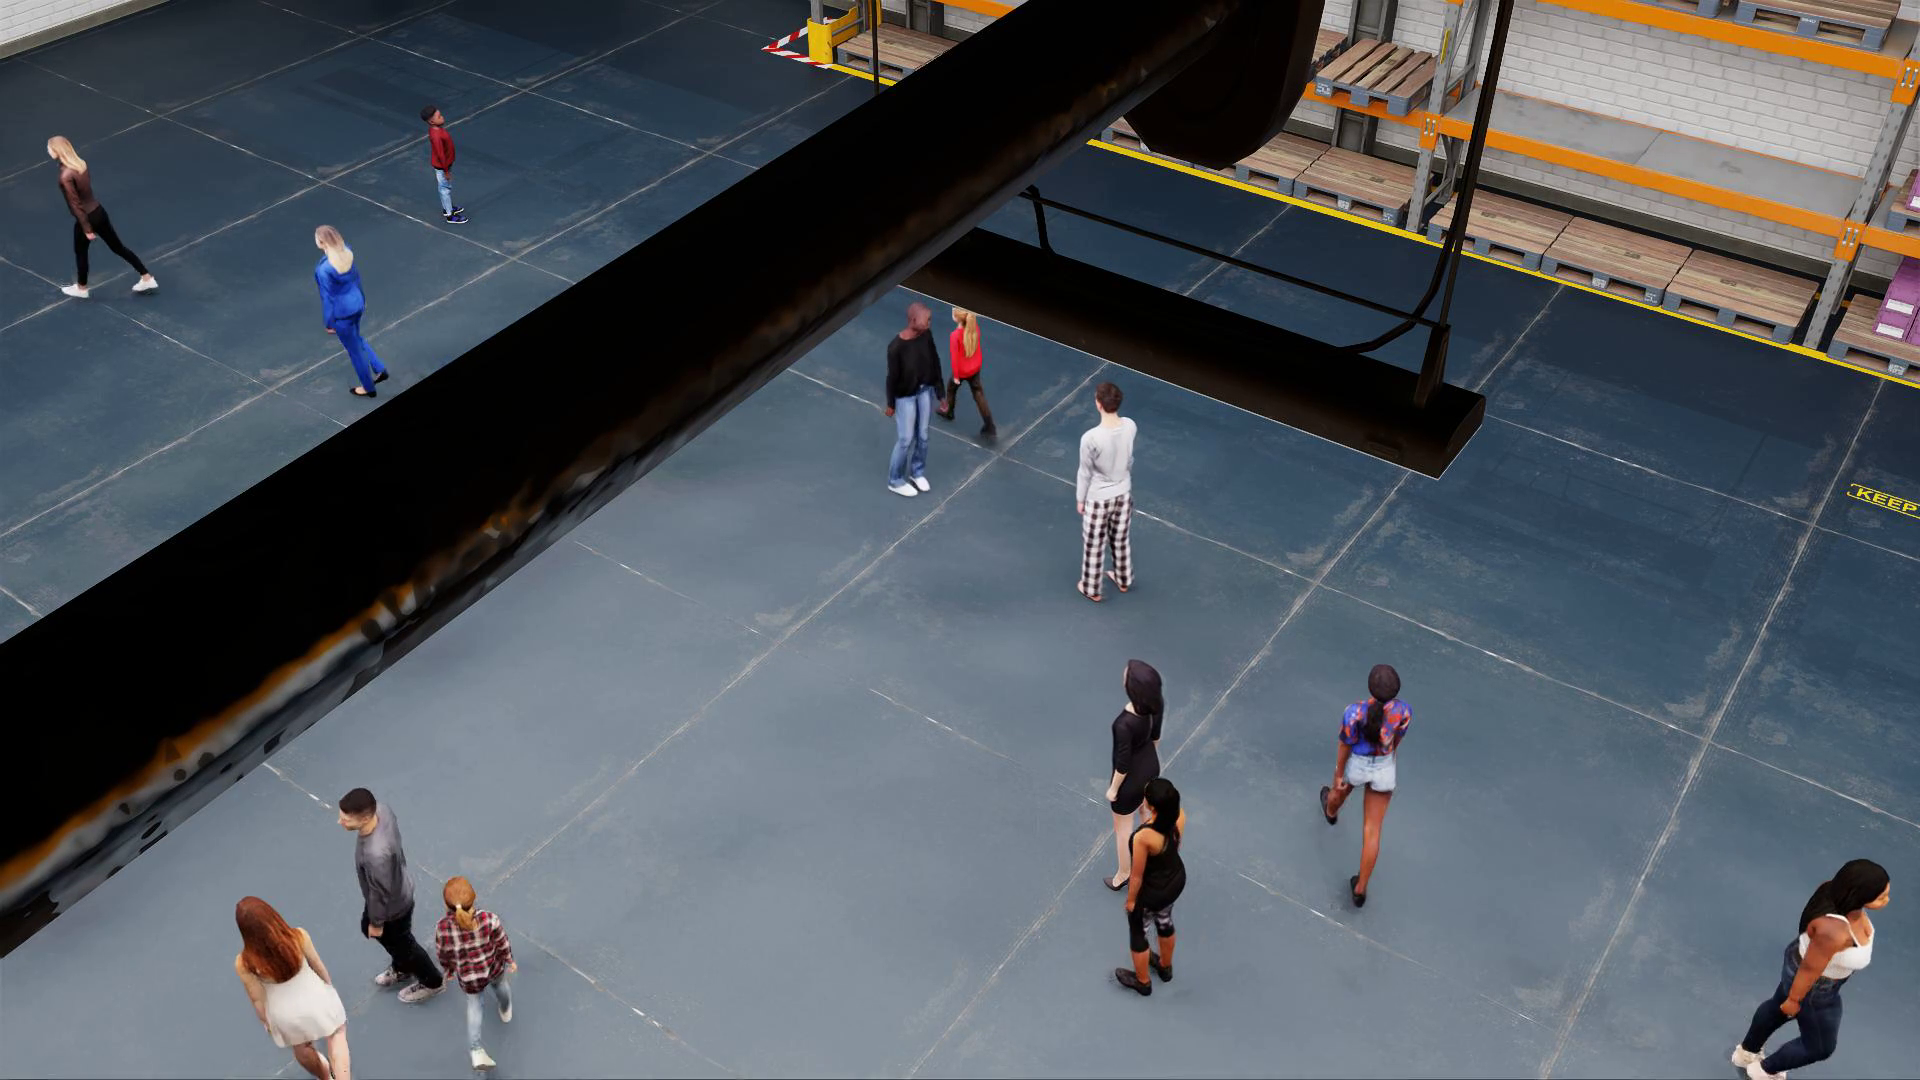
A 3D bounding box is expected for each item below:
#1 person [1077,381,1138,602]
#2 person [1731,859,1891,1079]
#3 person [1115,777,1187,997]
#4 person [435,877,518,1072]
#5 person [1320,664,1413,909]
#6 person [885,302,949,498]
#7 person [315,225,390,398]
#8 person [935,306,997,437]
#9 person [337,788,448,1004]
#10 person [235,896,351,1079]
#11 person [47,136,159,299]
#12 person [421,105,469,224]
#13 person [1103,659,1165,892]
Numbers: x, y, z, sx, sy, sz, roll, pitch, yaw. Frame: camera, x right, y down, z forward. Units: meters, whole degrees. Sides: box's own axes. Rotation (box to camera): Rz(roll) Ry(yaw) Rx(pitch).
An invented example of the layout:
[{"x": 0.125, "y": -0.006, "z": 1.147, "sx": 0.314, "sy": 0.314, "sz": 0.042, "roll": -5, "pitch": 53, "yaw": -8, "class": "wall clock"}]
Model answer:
[{"x": 1.110, "y": -0.345, "z": 12.390, "sx": 0.732, "sy": 1.840, "sz": 0.749, "roll": -18, "pitch": 42, "yaw": -21, "class": "person"}, {"x": 4.533, "y": 2.350, "z": 9.053, "sx": 0.644, "sy": 1.795, "sz": 0.675, "roll": 21, "pitch": 43, "yaw": 24, "class": "person"}, {"x": 1.145, "y": 1.997, "z": 9.604, "sx": 0.568, "sy": 1.658, "sz": 0.605, "roll": 30, "pitch": 47, "yaw": 32, "class": "person"}, {"x": -2.711, "y": 2.445, "z": 9.341, "sx": 0.867, "sy": 1.285, "sz": 0.937, "roll": -6, "pitch": 39, "yaw": -7, "class": "person"}, {"x": 2.509, "y": 1.507, "z": 10.193, "sx": 1.174, "sy": 1.688, "sz": 1.064, "roll": 3, "pitch": 39, "yaw": 3, "class": "person"}, {"x": -0.406, "y": -1.191, "z": 13.550, "sx": 0.730, "sy": 1.716, "sz": 0.770, "roll": -23, "pitch": 44, "yaw": -26, "class": "person"}, {"x": -5.277, "y": -1.977, "z": 14.552, "sx": 0.747, "sy": 1.693, "sz": 0.739, "roll": 9, "pitch": 39, "yaw": 11, "class": "person"}, {"x": 0.093, "y": -1.436, "z": 14.228, "sx": 0.643, "sy": 1.252, "sz": 0.984, "roll": -28, "pitch": 47, "yaw": -31, "class": "person"}, {"x": -3.174, "y": 2.025, "z": 9.501, "sx": 0.847, "sy": 1.743, "sz": 0.775, "roll": -10, "pitch": 40, "yaw": -12, "class": "person"}, {"x": -3.519, "y": 2.534, "z": 8.899, "sx": 0.815, "sy": 1.698, "sz": 1.001, "roll": -19, "pitch": 42, "yaw": -22, "class": "person"}, {"x": -8.233, "y": -3.058, "z": 15.936, "sx": 1.197, "sy": 1.656, "sz": 1.045, "roll": -1, "pitch": 39, "yaw": -1, "class": "person"}, {"x": -5.410, "y": -3.937, "z": 17.356, "sx": 0.643, "sy": 1.255, "sz": 0.558, "roll": -14, "pitch": 41, "yaw": -16, "class": "person"}, {"x": 1.064, "y": 1.453, "z": 10.169, "sx": 0.530, "sy": 1.802, "sz": 0.625, "roll": 29, "pitch": 47, "yaw": 31, "class": "person"}]
